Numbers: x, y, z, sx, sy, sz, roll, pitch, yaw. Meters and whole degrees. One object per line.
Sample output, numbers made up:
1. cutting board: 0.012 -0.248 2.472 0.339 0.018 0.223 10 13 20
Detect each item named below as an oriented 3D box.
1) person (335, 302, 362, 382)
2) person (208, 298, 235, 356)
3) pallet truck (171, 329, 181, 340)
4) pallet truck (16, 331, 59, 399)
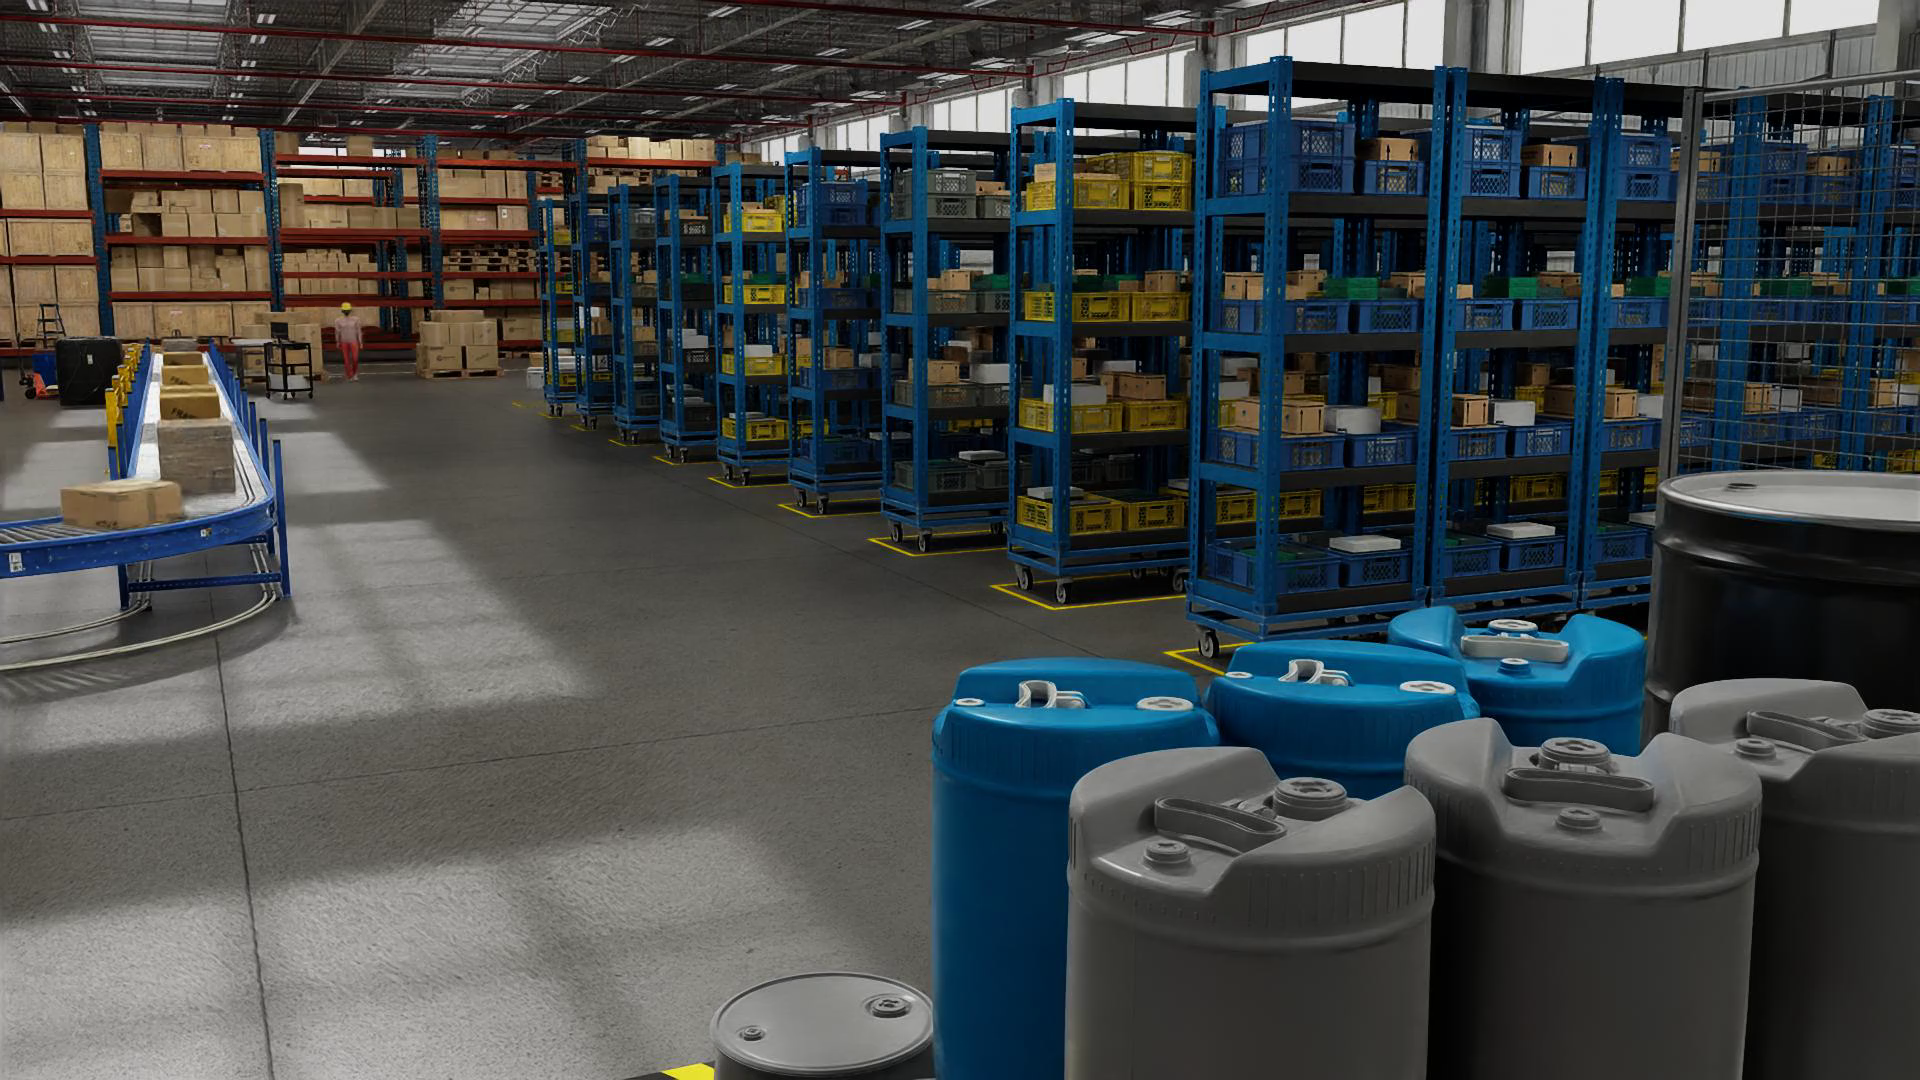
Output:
1. person: -13.375 -4.317 36.372 0.554 1.733 0.792 -3 10 -18
2. person: -21.284 -6.151 47.770 0.713 1.746 0.528 -6 11 -33
3. pallet truck: -17.275 -3.851 35.096 1.601 1.201 0.680 0 9 1
4. pallet truck: -17.082 -3.353 31.781 1.630 1.274 0.653 -4 10 -25
